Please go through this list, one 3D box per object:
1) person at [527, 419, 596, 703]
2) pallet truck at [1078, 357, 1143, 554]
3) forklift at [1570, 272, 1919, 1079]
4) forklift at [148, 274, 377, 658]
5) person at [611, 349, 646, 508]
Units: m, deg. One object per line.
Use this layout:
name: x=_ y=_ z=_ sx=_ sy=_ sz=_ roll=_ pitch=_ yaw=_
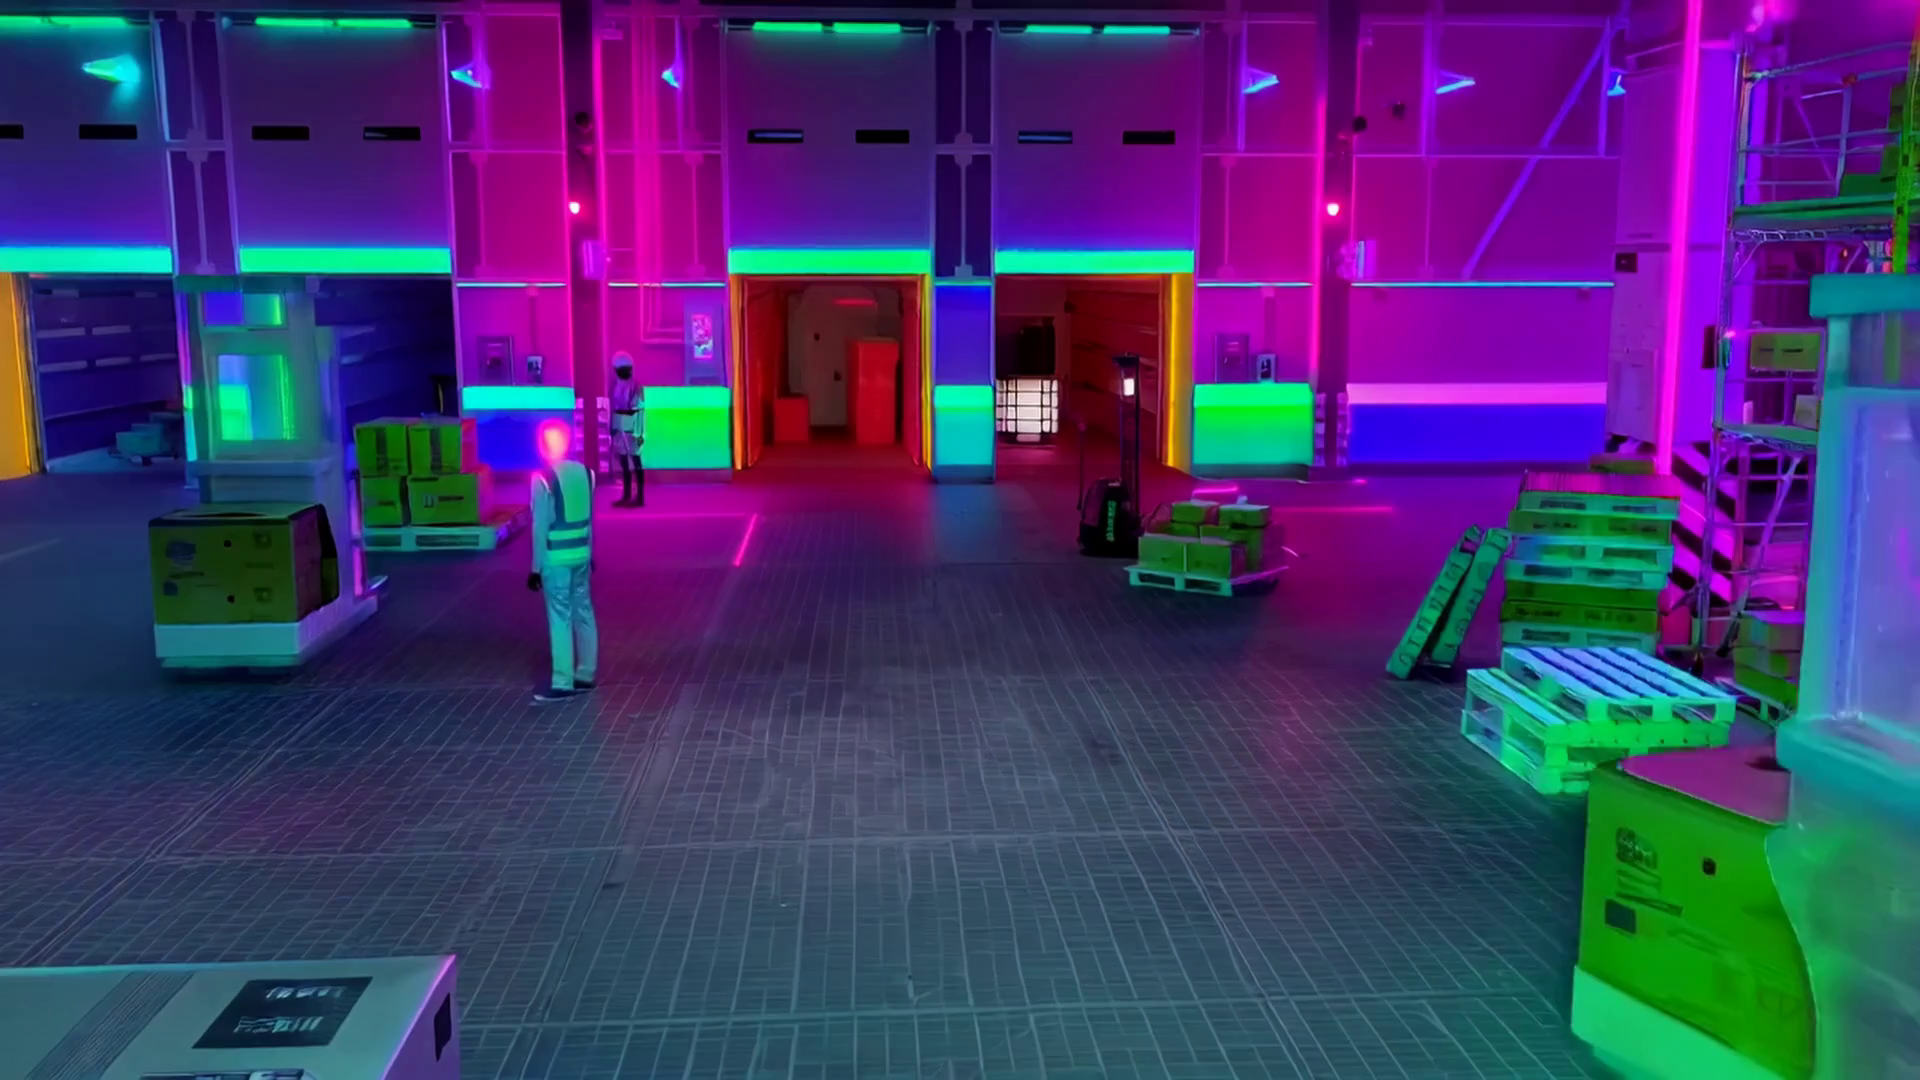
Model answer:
person: x=-2.634 y=0.137 z=11.008 sx=0.355 sy=1.883 sz=0.572 roll=5 pitch=10 yaw=27
pallet truck: x=2.088 y=-0.836 z=16.757 sx=1.885 sy=1.965 sz=0.823 roll=2 pitch=9 yaw=13
forklift: x=3.038 y=0.558 z=5.244 sx=1.129 sy=2.768 sz=1.873 roll=-4 pitch=10 yaw=-23
forklift: x=-5.346 y=-0.626 z=12.680 sx=1.129 sy=2.768 sz=1.873 roll=-1 pitch=9 yaw=-4
person: x=-4.049 y=-1.349 z=20.203 sx=0.544 sy=1.929 sz=0.386 roll=8 pitch=12 yaw=40
